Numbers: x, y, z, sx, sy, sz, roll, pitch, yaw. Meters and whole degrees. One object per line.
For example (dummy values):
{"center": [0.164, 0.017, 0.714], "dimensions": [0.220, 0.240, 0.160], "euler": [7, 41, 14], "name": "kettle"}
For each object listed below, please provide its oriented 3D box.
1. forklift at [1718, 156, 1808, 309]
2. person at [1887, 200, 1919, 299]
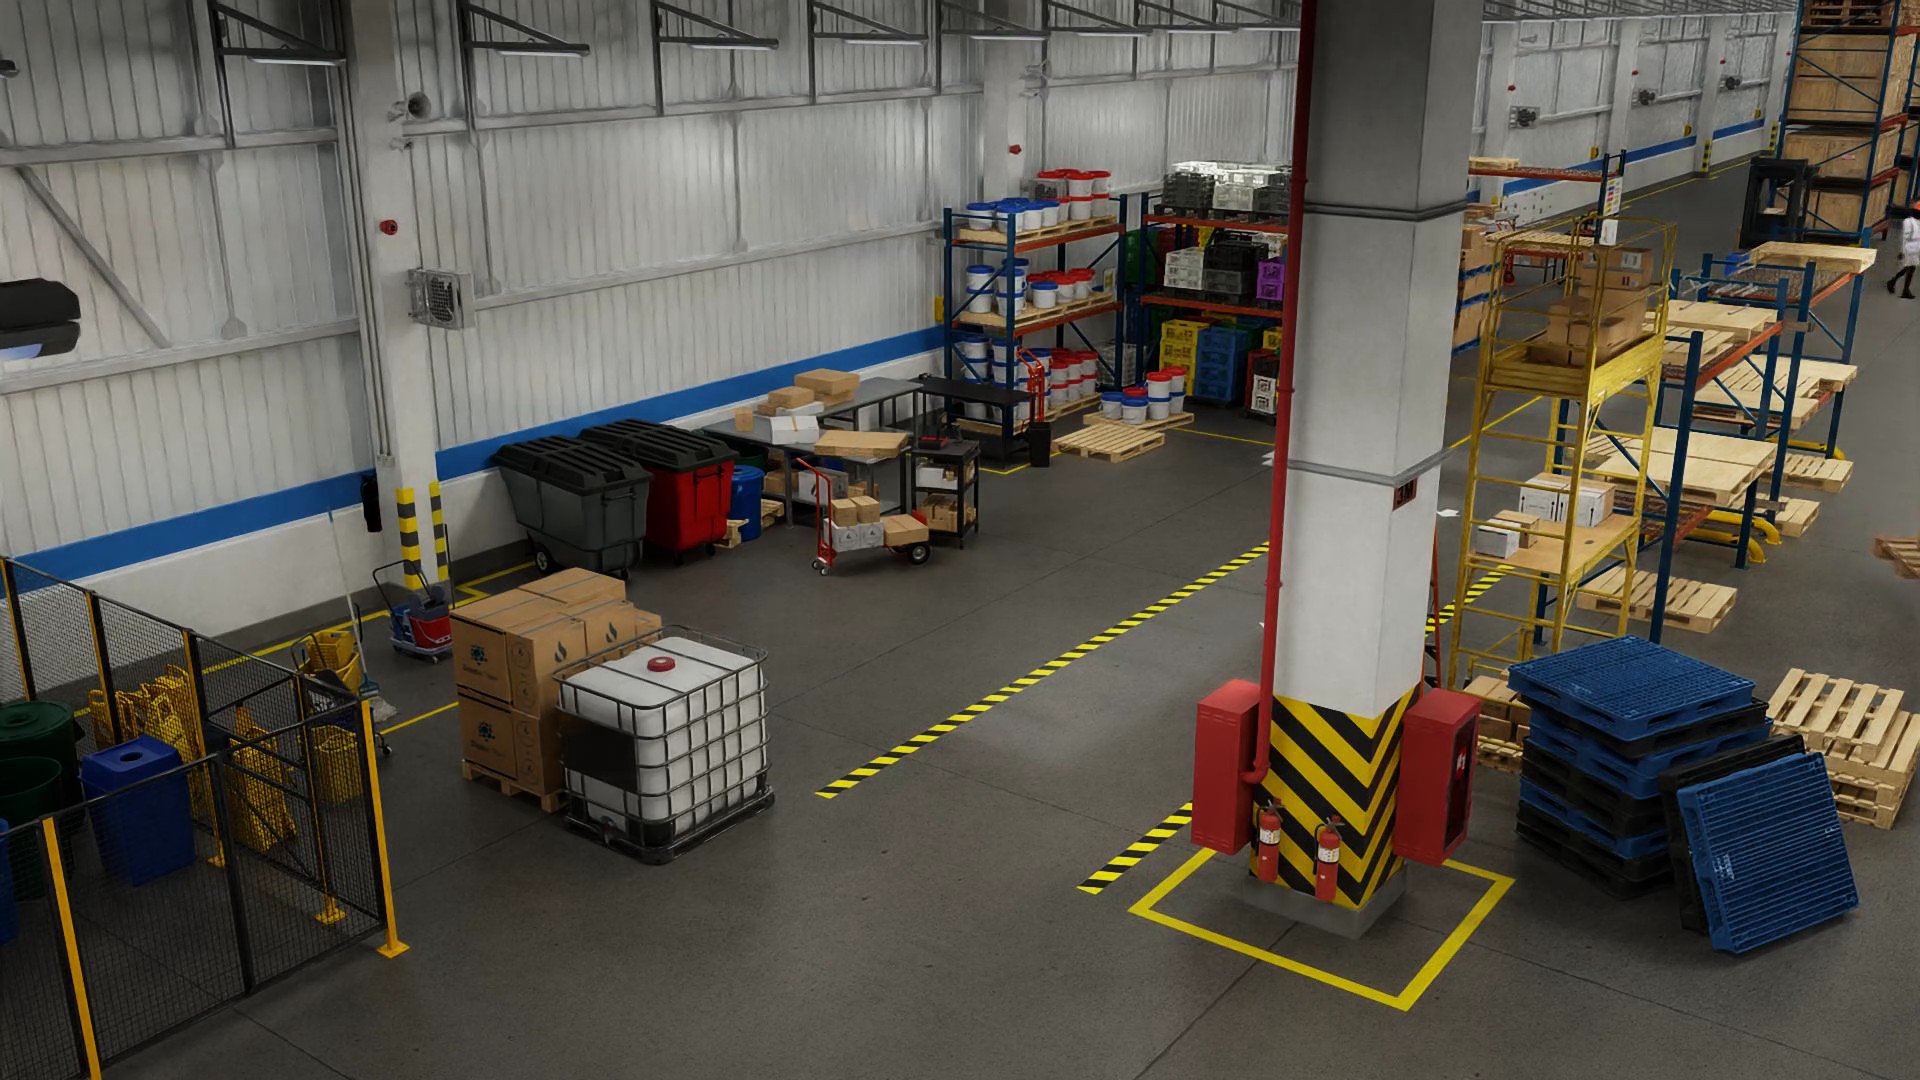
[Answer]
{"center": [15.260, -5.805, 31.387], "dimensions": [1.129, 2.768, 1.873], "euler": [13, 22, 34], "name": "forklift"}
{"center": [18.595, -5.692, 32.554], "dimensions": [0.573, 1.925, 0.497], "euler": [-6, 19, -17], "name": "person"}
